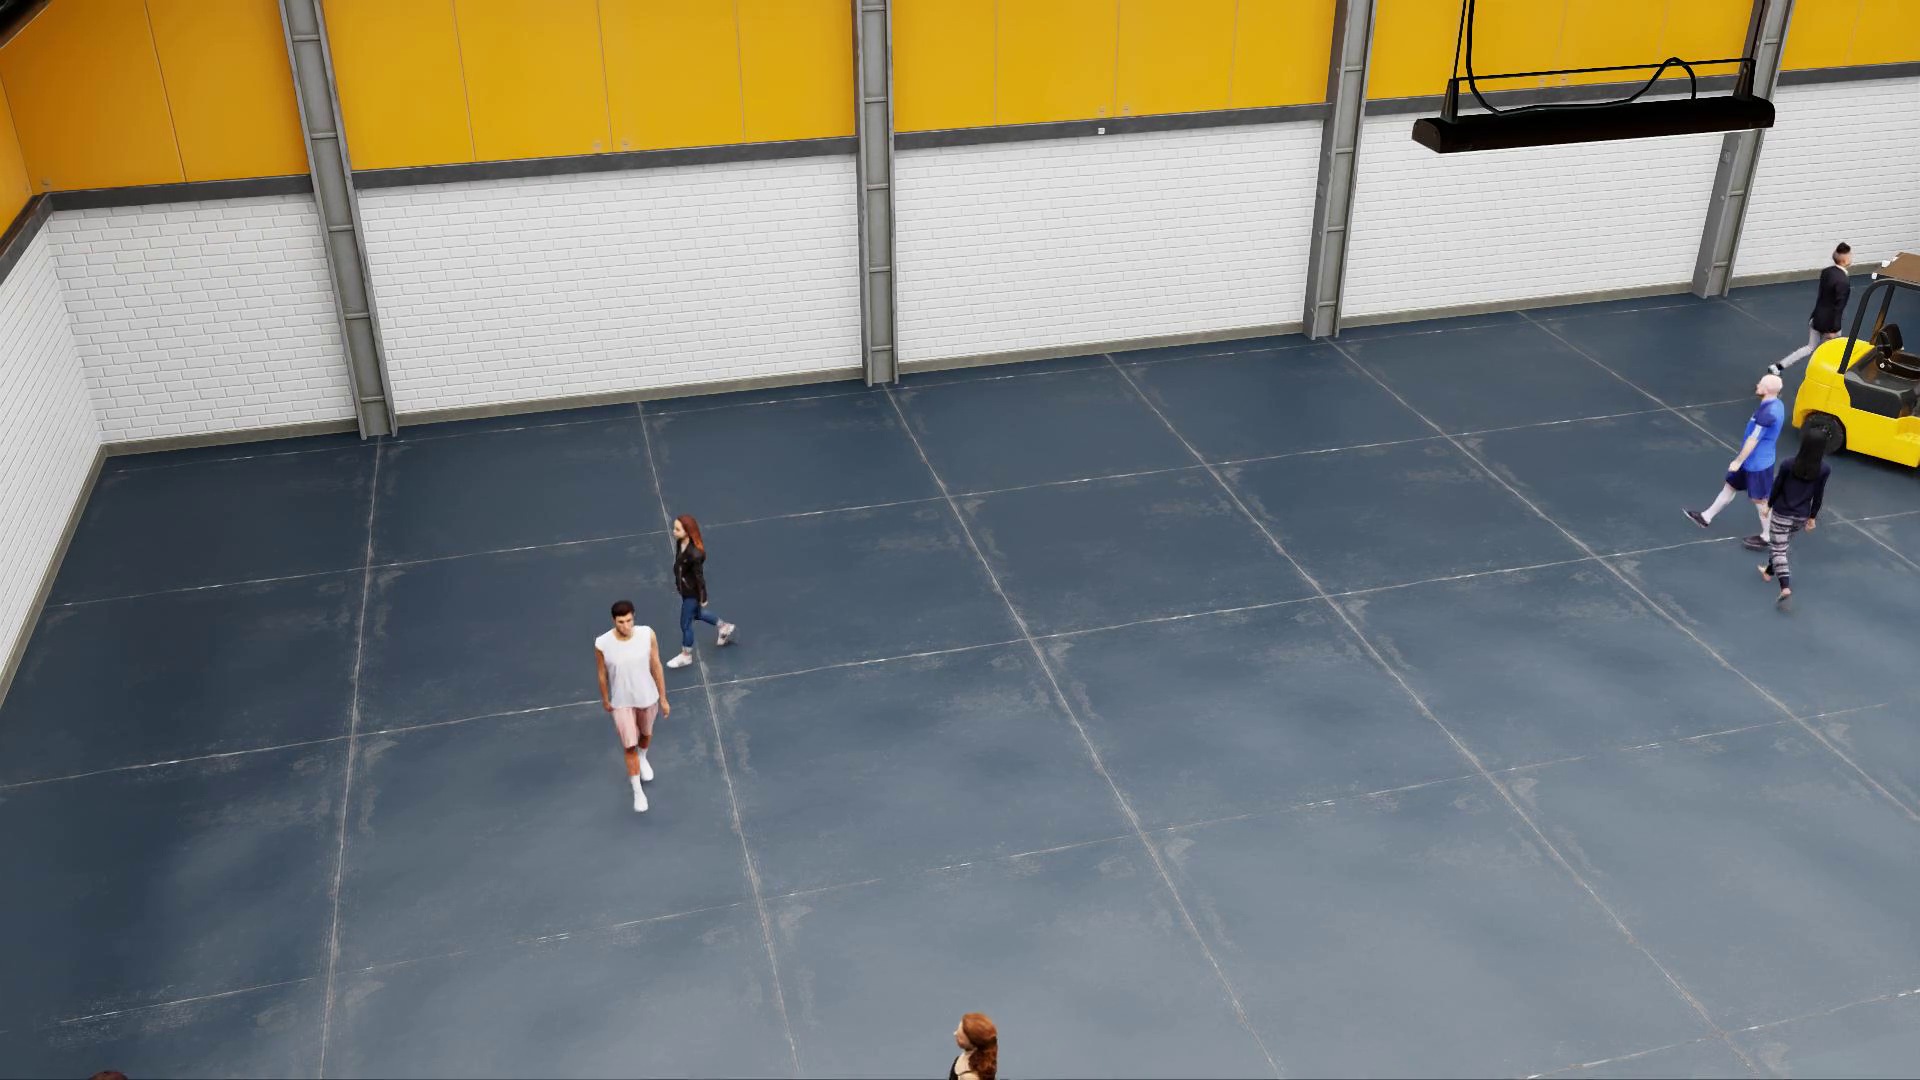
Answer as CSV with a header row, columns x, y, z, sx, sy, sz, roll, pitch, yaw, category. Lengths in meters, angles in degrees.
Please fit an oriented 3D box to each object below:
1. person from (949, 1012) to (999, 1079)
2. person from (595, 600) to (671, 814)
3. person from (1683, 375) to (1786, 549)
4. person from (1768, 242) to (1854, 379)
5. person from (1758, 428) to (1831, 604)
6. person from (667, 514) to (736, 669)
x,y,z,sx,sy,sz,roll,pitch,yaw,category
0.173,3.306,9.420,1.158,1.588,0.928,7,29,13,person
-2.577,1.194,13.125,0.992,1.747,0.770,-11,30,-19,person
8.049,-0.743,16.636,1.237,1.785,1.153,14,31,23,person
10.321,-2.650,19.983,1.185,1.929,0.906,1,29,1,person
7.894,-0.223,15.765,1.057,1.708,0.889,2,29,4,person
-2.332,0.418,14.847,1.004,1.460,0.745,-16,33,-27,person
